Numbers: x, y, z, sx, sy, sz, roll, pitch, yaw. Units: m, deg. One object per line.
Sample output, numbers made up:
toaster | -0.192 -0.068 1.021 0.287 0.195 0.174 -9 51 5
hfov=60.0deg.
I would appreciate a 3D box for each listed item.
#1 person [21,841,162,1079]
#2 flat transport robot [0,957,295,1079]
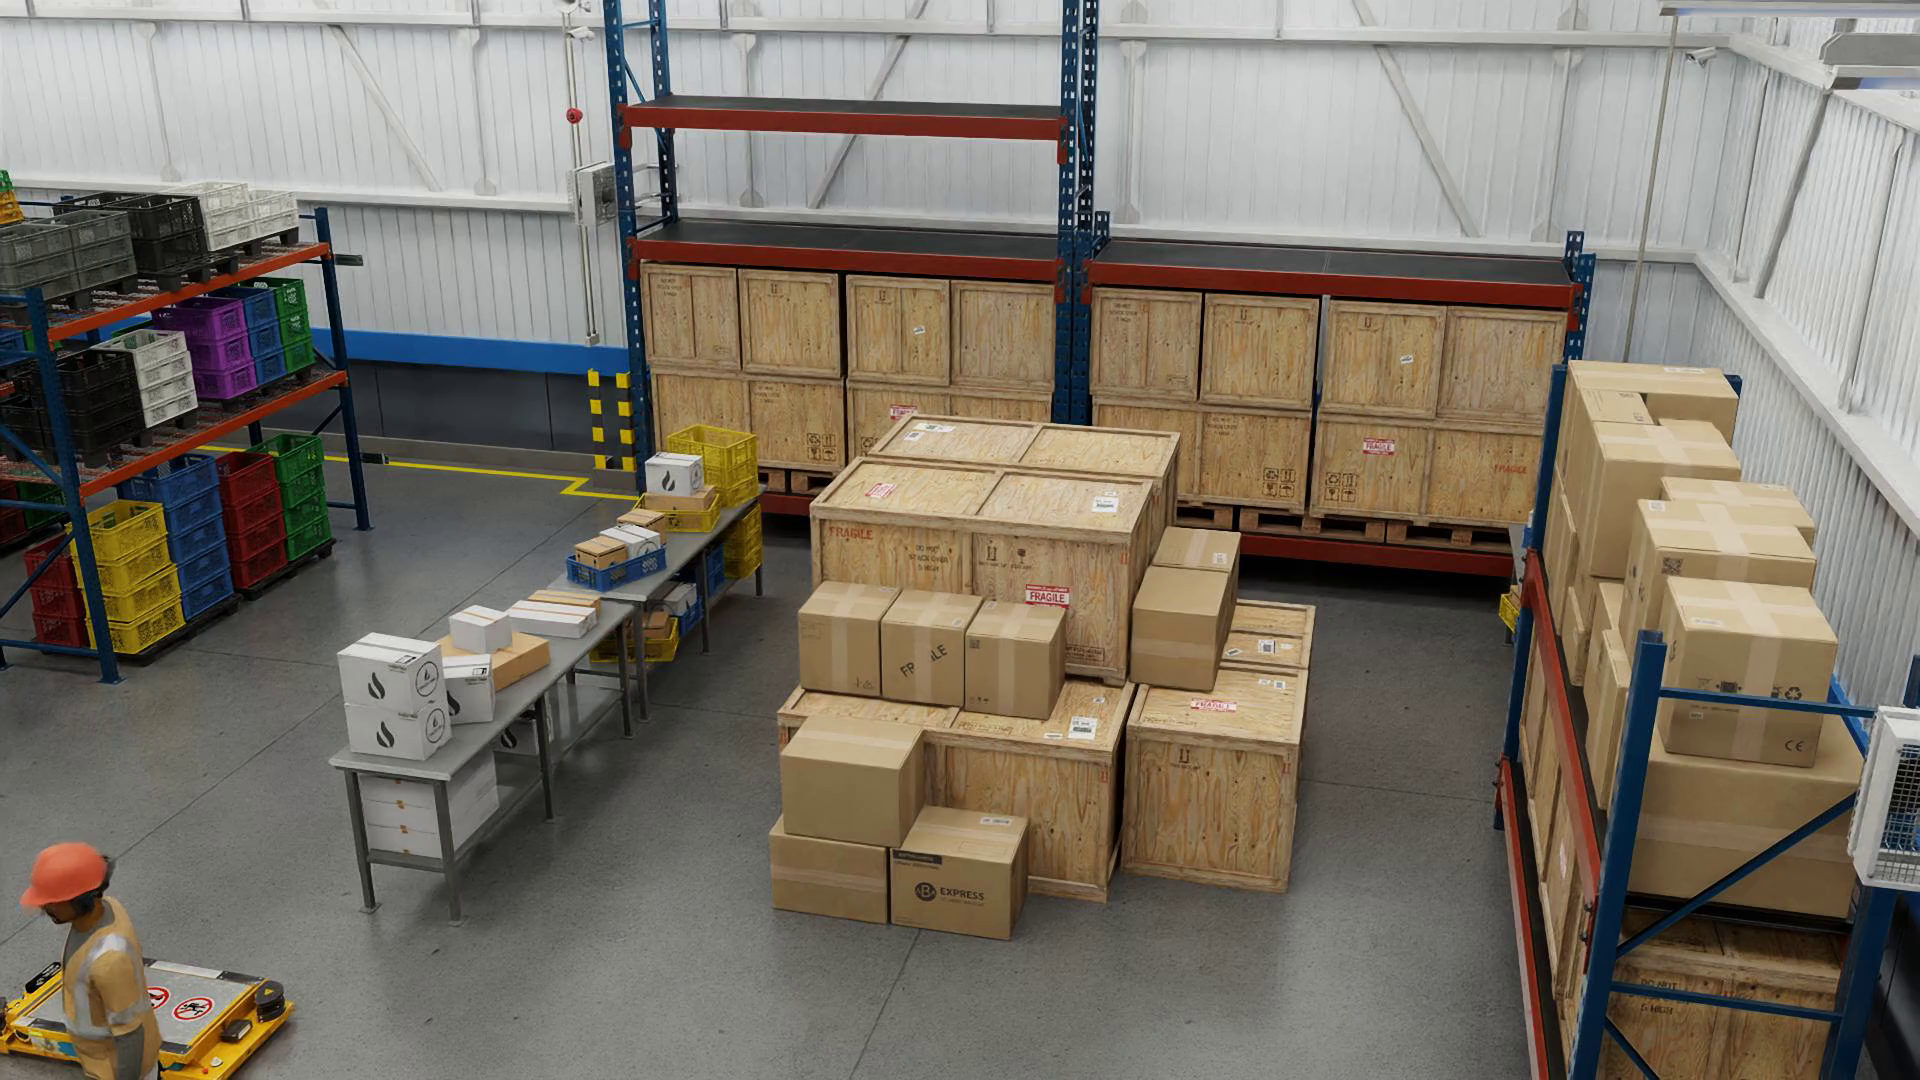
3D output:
person | -3.538 2.149 6.941 0.377 2.044 0.604 -13 25 -31
flat transport robot | -4.270 2.464 8.601 1.431 0.231 0.659 5 22 13
